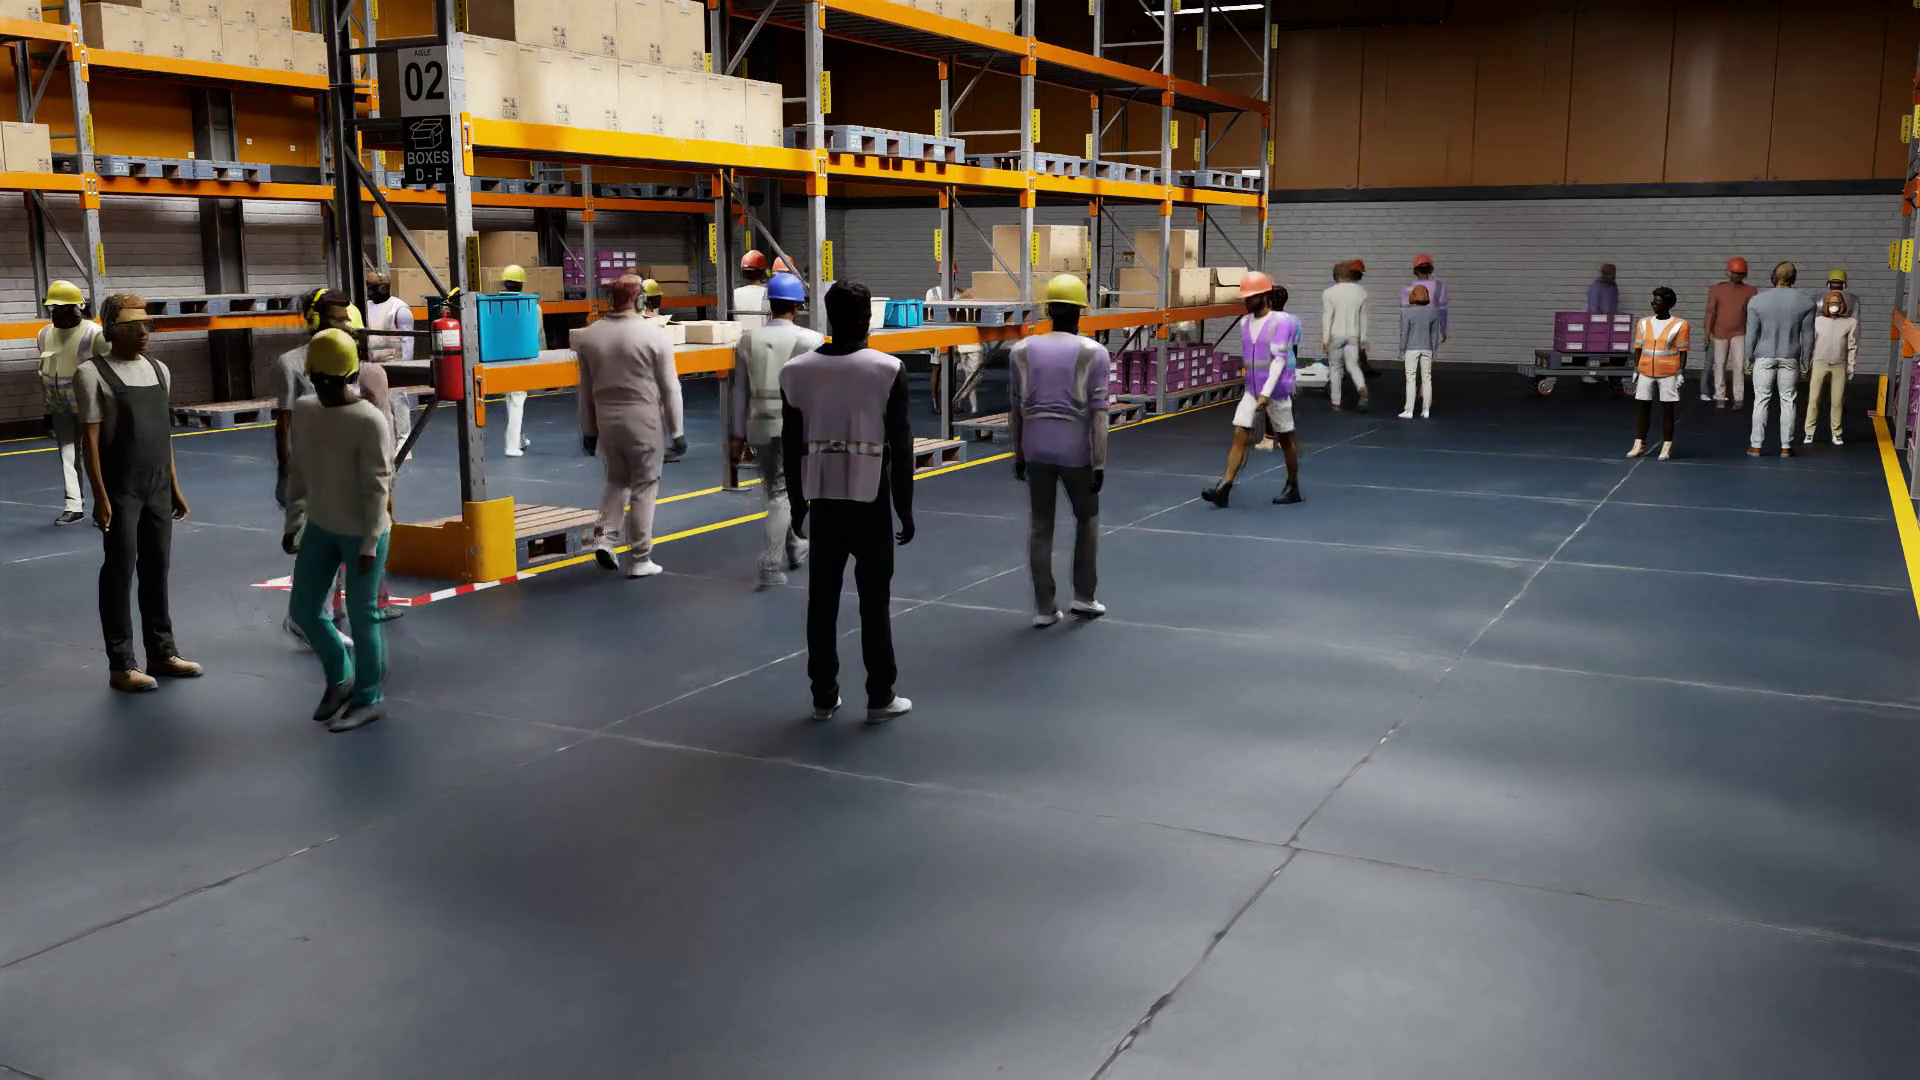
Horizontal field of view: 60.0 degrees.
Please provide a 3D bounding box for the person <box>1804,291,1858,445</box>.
[{"bbox_3d":[9.188,-1.813,17.584,0.496,1.626,0.284,3,10,18],"label":"person"}]

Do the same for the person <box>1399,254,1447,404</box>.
[{"bbox_3d":[6.216,-2.828,22.356,0.612,2.010,0.877,3,10,16],"label":"person"}]

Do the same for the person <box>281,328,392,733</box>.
[{"bbox_3d":[-2.572,-0.022,6.926,0.557,1.720,0.449,4,10,20],"label":"person"}]

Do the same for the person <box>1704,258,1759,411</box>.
[{"bbox_3d":[9.907,-2.636,21.394,0.627,1.943,0.965,4,11,22],"label":"person"}]

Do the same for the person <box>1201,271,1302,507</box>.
[{"bbox_3d":[2.378,-1.184,13.207,1.040,1.865,0.552,-8,13,-40],"label":"person"}]

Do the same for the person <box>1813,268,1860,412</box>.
[{"bbox_3d":[11.106,-2.535,21.162,0.600,1.827,0.404,6,11,30],"label":"person"}]

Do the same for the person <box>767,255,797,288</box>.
[{"bbox_3d":[-1.985,-2.202,18.755,0.388,1.996,0.612,8,13,40],"label":"person"}]

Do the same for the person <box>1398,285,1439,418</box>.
[{"bbox_3d":[5.619,-2.307,20.411,0.500,1.633,0.281,-2,10,-11],"label":"person"}]

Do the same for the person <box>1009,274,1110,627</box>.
[{"bbox_3d":[0.563,-0.489,9.111,0.589,1.905,0.650,4,10,20],"label":"person"}]

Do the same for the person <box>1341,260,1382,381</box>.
[{"bbox_3d":[6.310,-3.466,26.330,0.902,1.900,0.575,-3,10,-15],"label":"person"}]

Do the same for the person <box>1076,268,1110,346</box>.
[{"bbox_3d":[1.770,-2.852,22.993,0.621,1.837,0.429,-1,10,-3],"label":"person"}]

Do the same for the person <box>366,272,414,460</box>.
[{"bbox_3d":[-5.614,-1.685,16.215,0.632,1.839,0.429,5,11,25],"label":"person"}]

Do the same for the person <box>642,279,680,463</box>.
[{"bbox_3d":[-2.968,-1.622,16.052,0.522,1.772,0.303,8,13,39],"label":"person"}]

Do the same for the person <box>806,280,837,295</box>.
[{"bbox_3d":[-1.903,-2.916,23.053,0.636,1.939,0.363,6,12,33],"label":"person"}]

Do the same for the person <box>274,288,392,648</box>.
[{"bbox_3d":[-3.205,-0.350,8.475,0.469,1.845,0.506,3,10,17],"label":"person"}]

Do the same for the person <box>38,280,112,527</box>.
[{"bbox_3d":[-6.530,-0.999,12.302,0.591,1.823,0.405,2,10,9],"label":"person"}]

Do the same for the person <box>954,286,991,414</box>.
[{"bbox_3d":[0.121,-2.360,20.757,0.526,1.614,0.688,8,12,37],"label":"person"}]

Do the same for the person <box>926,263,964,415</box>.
[{"bbox_3d":[-0.162,-2.538,20.858,0.542,1.943,0.348,-5,11,-28],"label":"person"}]

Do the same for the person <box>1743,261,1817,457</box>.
[{"bbox_3d":[8.111,-1.783,16.492,0.636,1.940,0.365,4,11,22],"label":"person"}]

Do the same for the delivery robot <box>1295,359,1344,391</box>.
[{"bbox_3d":[4.955,-2.271,23.046,0.707,0.478,0.477,2,10,14],"label":"delivery robot"}]

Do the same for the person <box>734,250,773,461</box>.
[{"bbox_3d":[-1.975,-1.775,16.133,0.607,2.048,0.370,3,10,16],"label":"person"}]

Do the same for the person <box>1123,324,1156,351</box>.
[{"bbox_3d":[2.674,-3.182,24.781,0.571,1.879,0.352,-4,10,-20],"label":"person"}]

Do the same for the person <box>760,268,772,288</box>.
[{"bbox_3d":[-3.152,-3.538,27.055,0.592,1.804,0.808,3,10,16],"label":"person"}]

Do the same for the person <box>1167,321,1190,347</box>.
[{"bbox_3d":[3.223,-3.097,25.076,0.859,1.585,0.533,-4,10,-20],"label":"person"}]

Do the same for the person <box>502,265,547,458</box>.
[{"bbox_3d":[-4.419,-1.797,16.700,0.607,1.884,0.907,1,10,5],"label":"person"}]

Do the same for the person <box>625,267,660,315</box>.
[{"bbox_3d":[-4.109,-2.525,21.070,0.626,1.844,0.429,4,10,20],"label":"person"}]

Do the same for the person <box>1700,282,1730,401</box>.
[{"bbox_3d":[10.409,-2.722,22.809,0.507,1.631,0.266,-3,10,-15],"label":"person"}]

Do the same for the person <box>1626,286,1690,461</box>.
[{"bbox_3d":[6.844,-1.627,16.283,0.533,1.698,0.322,10,14,44],"label":"person"}]

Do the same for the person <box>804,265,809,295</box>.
[{"bbox_3d":[-2.669,-4.104,30.321,0.527,1.817,0.992,1,10,5],"label":"person"}]

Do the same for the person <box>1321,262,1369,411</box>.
[{"bbox_3d":[4.896,-2.558,21.083,0.652,1.904,0.849,-2,10,-10],"label":"person"}]

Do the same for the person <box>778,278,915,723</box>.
[{"bbox_3d":[-0.481,-0.158,7.161,0.587,1.914,0.390,3,10,15],"label":"person"}]

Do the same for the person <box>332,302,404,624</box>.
[{"bbox_3d":[-3.340,-0.418,9.097,0.533,1.765,0.326,0,10,2],"label":"person"}]

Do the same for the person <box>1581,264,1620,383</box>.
[{"bbox_3d":[9.914,-3.322,25.657,0.672,1.850,0.763,-6,11,-30],"label":"person"}]

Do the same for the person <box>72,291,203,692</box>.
[{"bbox_3d":[-3.836,-0.228,7.761,0.346,1.846,0.506,3,10,19],"label":"person"}]

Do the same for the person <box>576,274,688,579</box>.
[{"bbox_3d":[-2.024,-0.698,10.346,0.654,1.893,0.423,4,11,22],"label":"person"}]

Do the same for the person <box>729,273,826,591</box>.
[{"bbox_3d":[-1.060,-0.682,10.243,0.592,1.889,0.970,4,11,22],"label":"person"}]

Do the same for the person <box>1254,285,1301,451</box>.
[{"bbox_3d":[3.242,-1.752,17.024,0.532,1.693,0.319,-5,11,-28],"label":"person"}]
